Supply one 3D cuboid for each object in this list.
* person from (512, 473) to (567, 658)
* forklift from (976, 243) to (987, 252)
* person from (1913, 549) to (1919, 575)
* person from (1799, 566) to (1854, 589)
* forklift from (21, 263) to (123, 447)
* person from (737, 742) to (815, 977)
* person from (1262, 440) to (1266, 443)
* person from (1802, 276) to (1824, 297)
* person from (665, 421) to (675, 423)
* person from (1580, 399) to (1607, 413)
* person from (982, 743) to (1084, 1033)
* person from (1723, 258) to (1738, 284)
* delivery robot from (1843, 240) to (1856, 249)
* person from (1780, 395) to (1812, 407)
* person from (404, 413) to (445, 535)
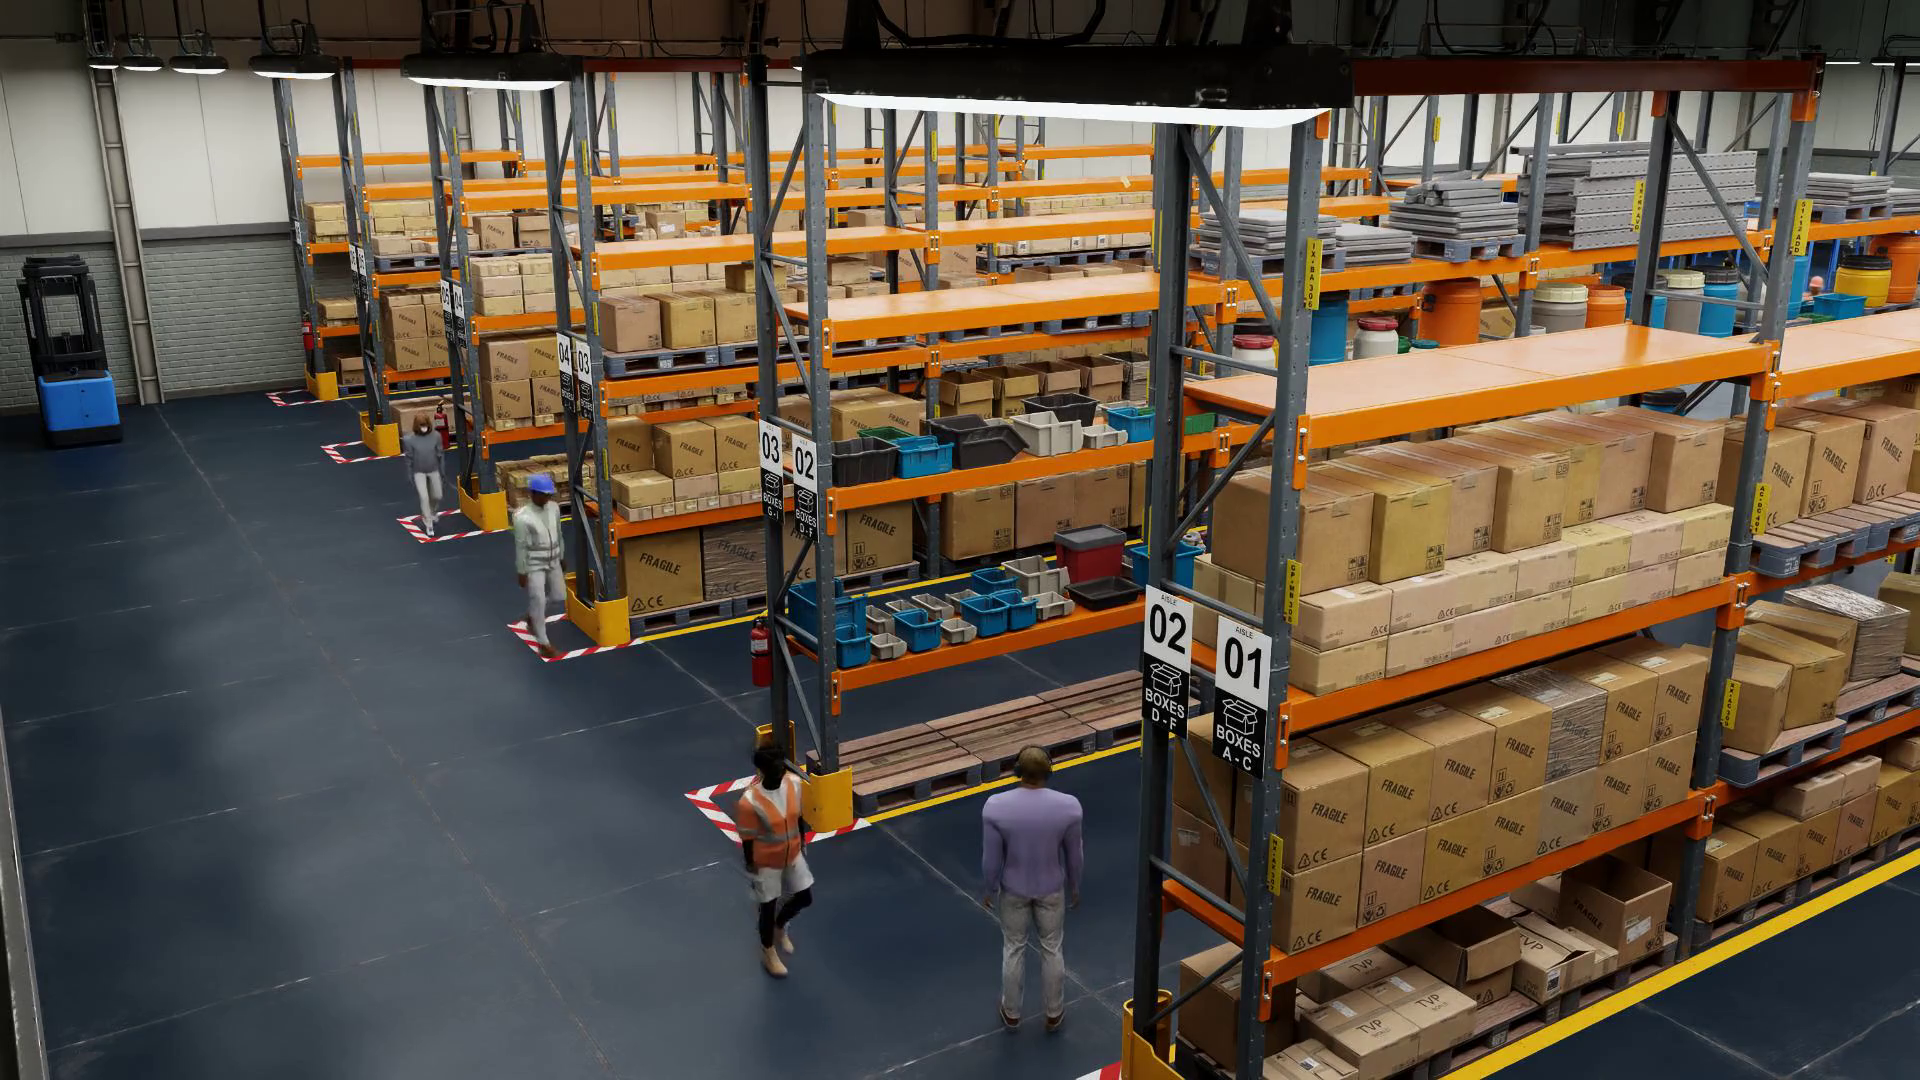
[{"bbox_3d":[-4.374,0.240,16.361,0.541,1.930,0.637,12,21,34],"label":"person"},{"bbox_3d":[0.988,-5.474,34.718,1.214,2.155,2.313,-10,20,-31],"label":"forklift"},{"bbox_3d":[9.996,0.397,16.018,0.444,1.831,0.586,-8,19,-26],"label":"person"},{"bbox_3d":[9.156,0.189,16.764,0.719,1.808,0.600,-12,21,-34],"label":"person"},{"bbox_3d":[-14.518,-3.079,25.708,1.129,2.768,1.873,-10,20,-31],"label":"forklift"},{"bbox_3d":[-1.231,2.132,10.568,0.546,1.680,0.373,-15,23,-41],"label":"person"},{"bbox_3d":[5.120,-2.341,25.391,0.901,1.580,0.514,-4,17,-14],"label":"person"},{"bbox_3d":[16.585,-4.180,30.788,0.769,1.969,0.626,-16,23,-42],"label":"person"},{"bbox_3d":[-4.510,-2.222,24.454,0.407,1.915,0.588,-14,22,-39],"label":"person"},{"bbox_3d":[8.688,-1.420,21.785,1.018,1.947,0.633,-1,17,-4],"label":"person"},{"bbox_3d":[0.457,2.190,9.949,0.635,1.936,0.355,0,17,0],"label":"person"},{"bbox_3d":[16.636,-5.221,34.366,0.532,1.871,0.321,7,18,22],"label":"person"},{"bbox_3d":[27.763,-9.228,49.196,0.335,0.223,0.698,6,18,18],"label":"delivery robot"},{"bbox_3d":[12.009,-1.548,22.784,0.828,1.598,0.517,-4,17,-14],"label":"person"},{"bbox_3d":[-6.977,-0.893,20.600,0.498,1.616,0.466,-9,19,-28],"label":"person"}]
